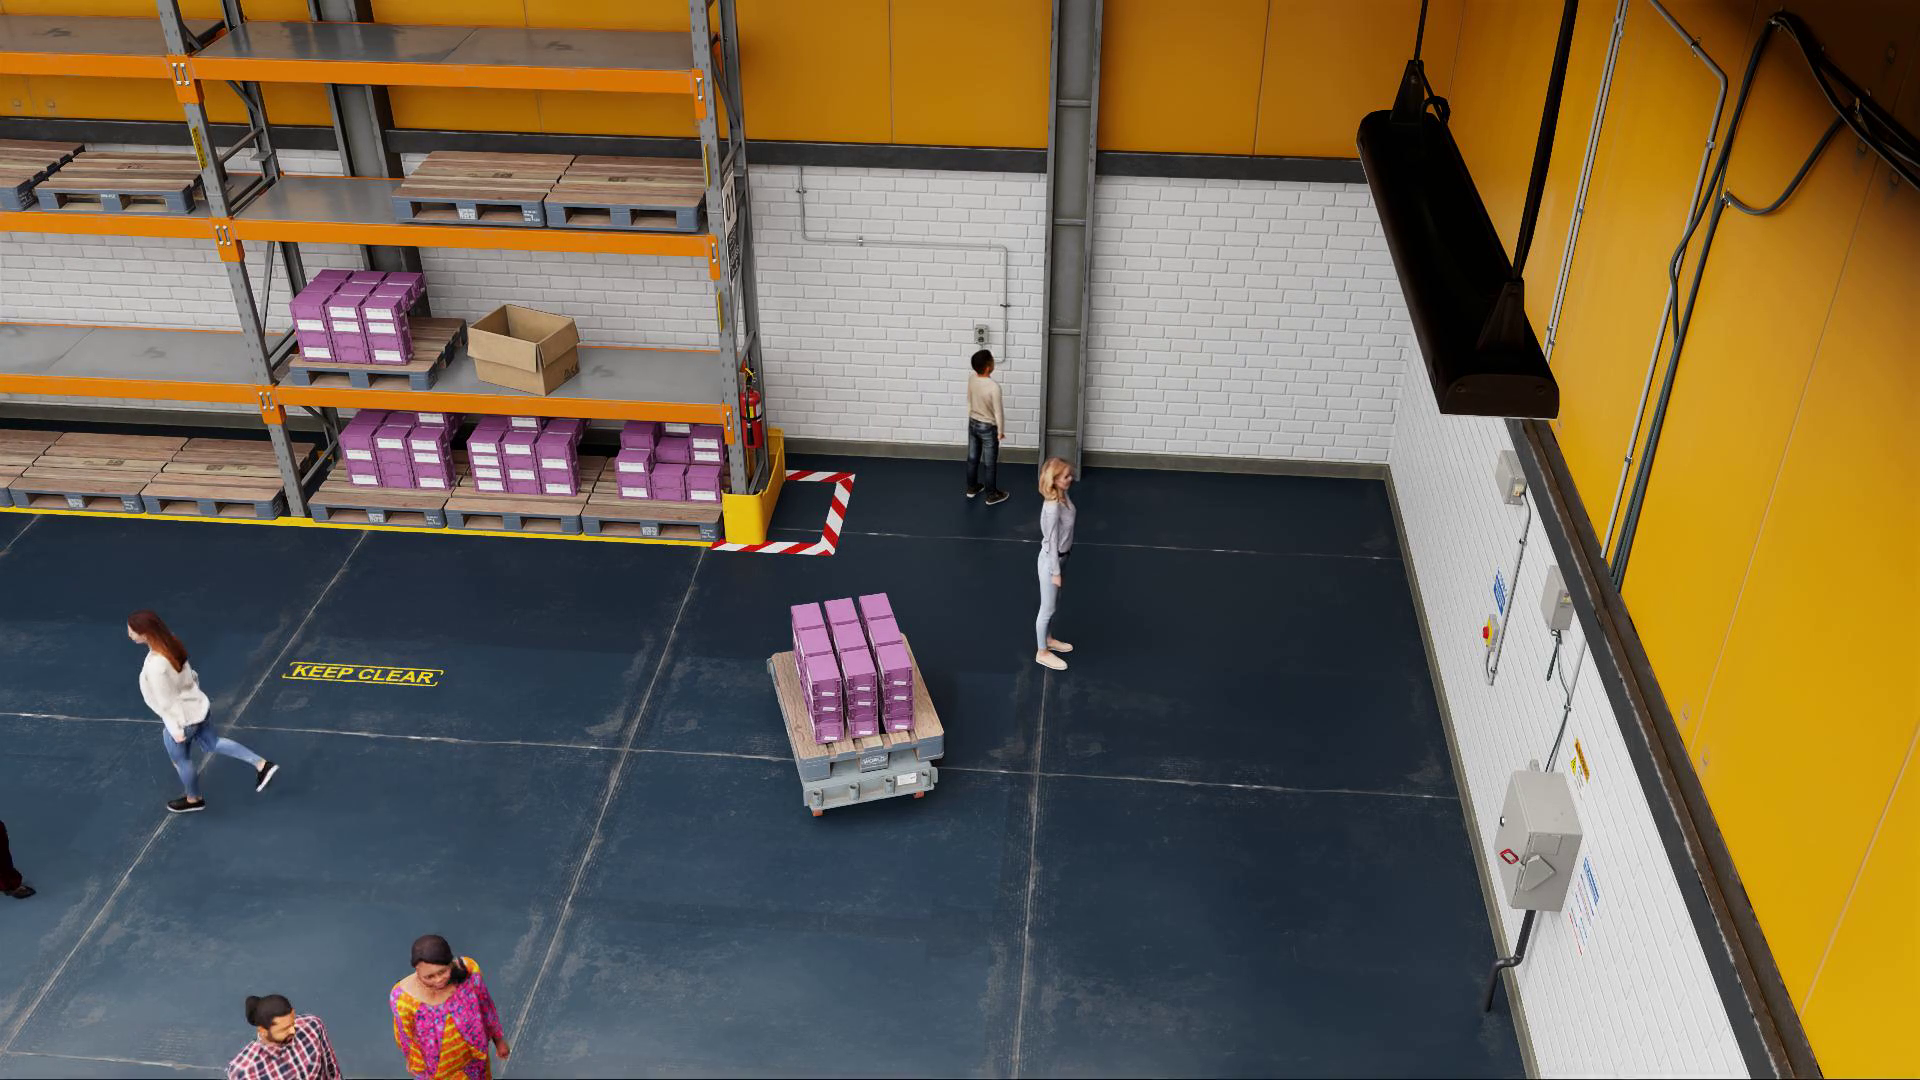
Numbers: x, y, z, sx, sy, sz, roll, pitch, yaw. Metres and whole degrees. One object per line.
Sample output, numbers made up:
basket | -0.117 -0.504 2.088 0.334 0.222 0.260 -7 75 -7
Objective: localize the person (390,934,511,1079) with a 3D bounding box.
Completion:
person | -2.745 2.666 8.905 0.941 1.674 1.007 -26 42 -33

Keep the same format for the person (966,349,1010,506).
person | 0.200 -1.000 14.608 0.613 1.465 0.692 26 42 34

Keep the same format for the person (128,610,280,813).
person | -5.118 1.159 11.179 1.055 1.666 0.778 -4 34 -7

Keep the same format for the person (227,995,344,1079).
person | -3.401 2.905 8.478 0.967 1.748 1.021 -27 42 -34

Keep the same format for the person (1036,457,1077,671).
person | 0.710 0.159 12.565 0.566 1.797 0.619 8 34 11
